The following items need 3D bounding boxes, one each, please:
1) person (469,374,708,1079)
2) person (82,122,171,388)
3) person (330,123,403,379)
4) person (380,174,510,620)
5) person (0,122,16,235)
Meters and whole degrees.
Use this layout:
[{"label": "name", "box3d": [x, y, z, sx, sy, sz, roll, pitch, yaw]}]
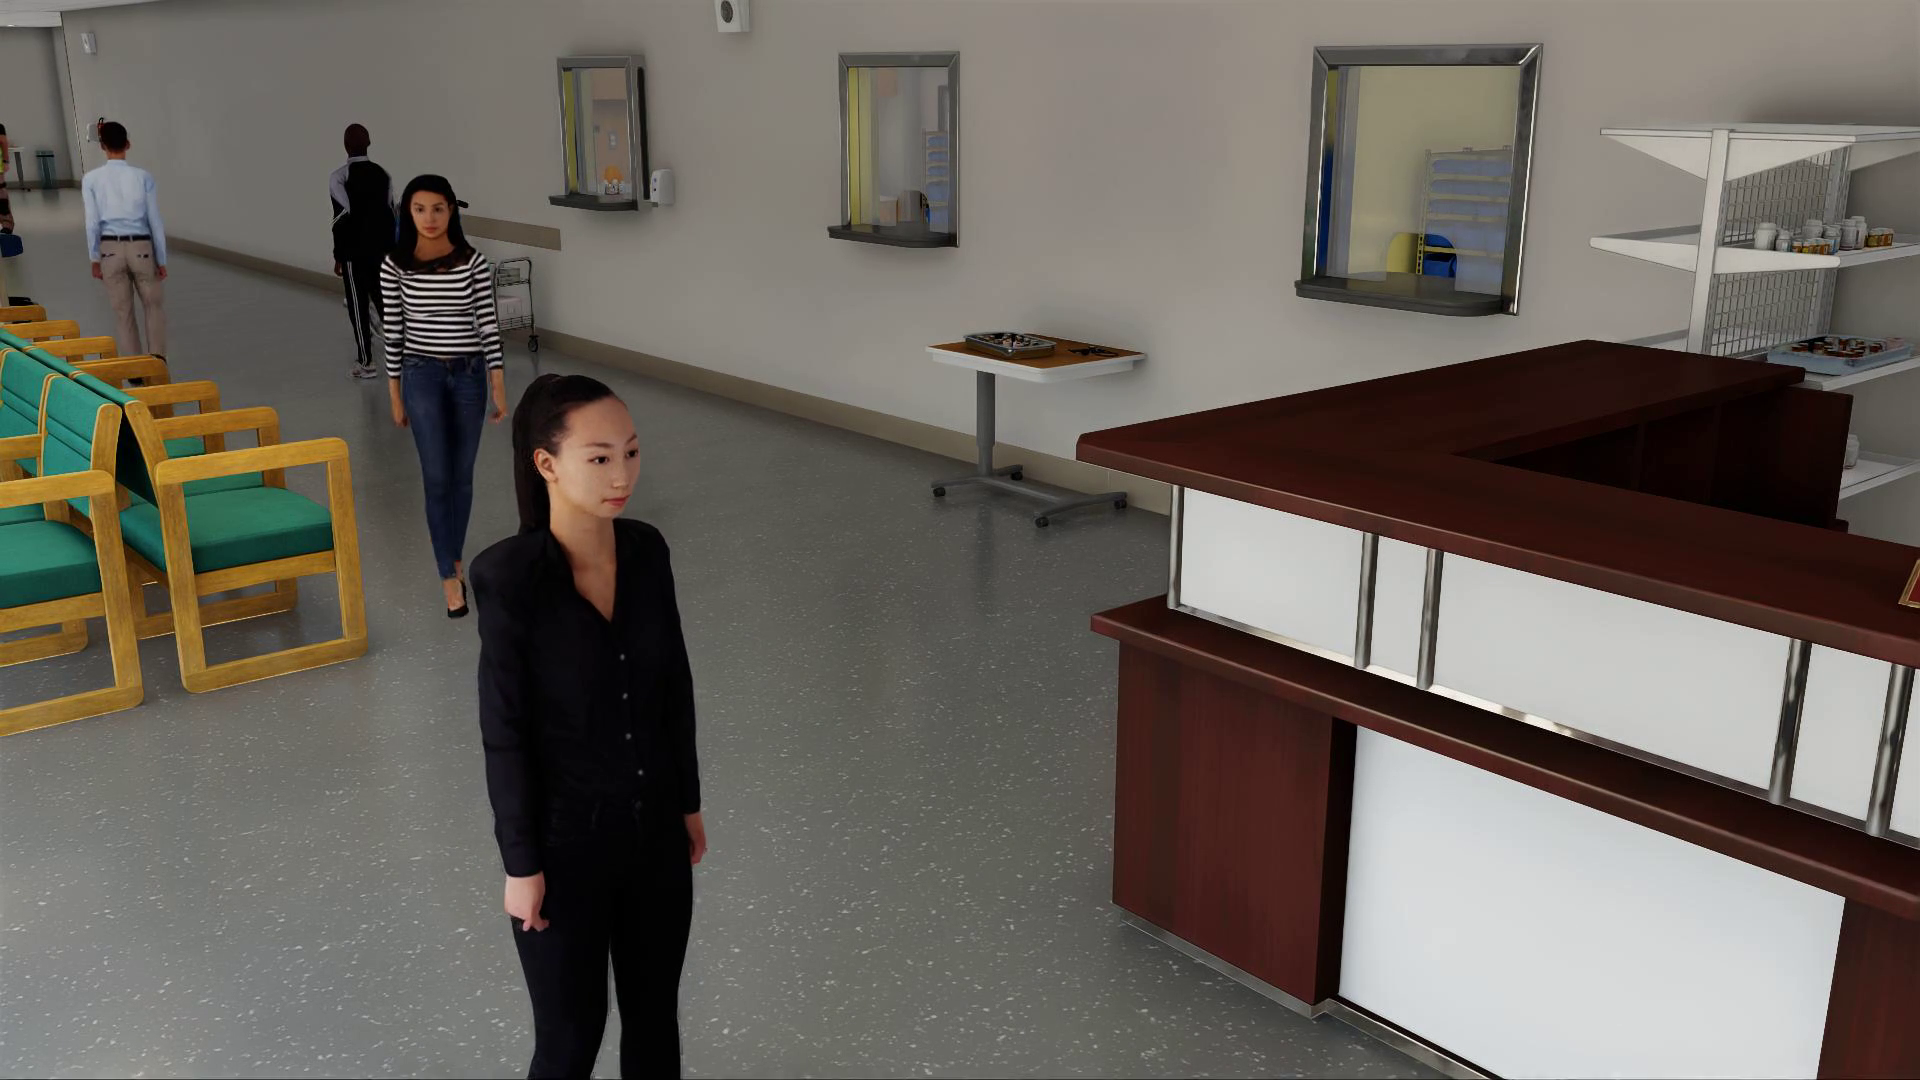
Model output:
[{"label": "person", "box3d": [-0.641, 0.547, 2.926, 0.663, 1.713, 0.474, 13, 20, 39]}, {"label": "person", "box3d": [-5.788, -1.951, 11.577, 0.764, 1.827, 0.784, -9, 18, -28]}, {"label": "person", "box3d": [-4.340, -2.117, 12.165, 0.760, 1.828, 0.548, 13, 20, 38]}, {"label": "person", "box3d": [-2.130, -0.600, 6.888, 0.899, 1.771, 0.786, -7, 17, -23]}, {"label": "person", "box3d": [-13.357, -5.139, 22.852, 0.853, 1.845, 0.919, 0, 16, -1]}]
